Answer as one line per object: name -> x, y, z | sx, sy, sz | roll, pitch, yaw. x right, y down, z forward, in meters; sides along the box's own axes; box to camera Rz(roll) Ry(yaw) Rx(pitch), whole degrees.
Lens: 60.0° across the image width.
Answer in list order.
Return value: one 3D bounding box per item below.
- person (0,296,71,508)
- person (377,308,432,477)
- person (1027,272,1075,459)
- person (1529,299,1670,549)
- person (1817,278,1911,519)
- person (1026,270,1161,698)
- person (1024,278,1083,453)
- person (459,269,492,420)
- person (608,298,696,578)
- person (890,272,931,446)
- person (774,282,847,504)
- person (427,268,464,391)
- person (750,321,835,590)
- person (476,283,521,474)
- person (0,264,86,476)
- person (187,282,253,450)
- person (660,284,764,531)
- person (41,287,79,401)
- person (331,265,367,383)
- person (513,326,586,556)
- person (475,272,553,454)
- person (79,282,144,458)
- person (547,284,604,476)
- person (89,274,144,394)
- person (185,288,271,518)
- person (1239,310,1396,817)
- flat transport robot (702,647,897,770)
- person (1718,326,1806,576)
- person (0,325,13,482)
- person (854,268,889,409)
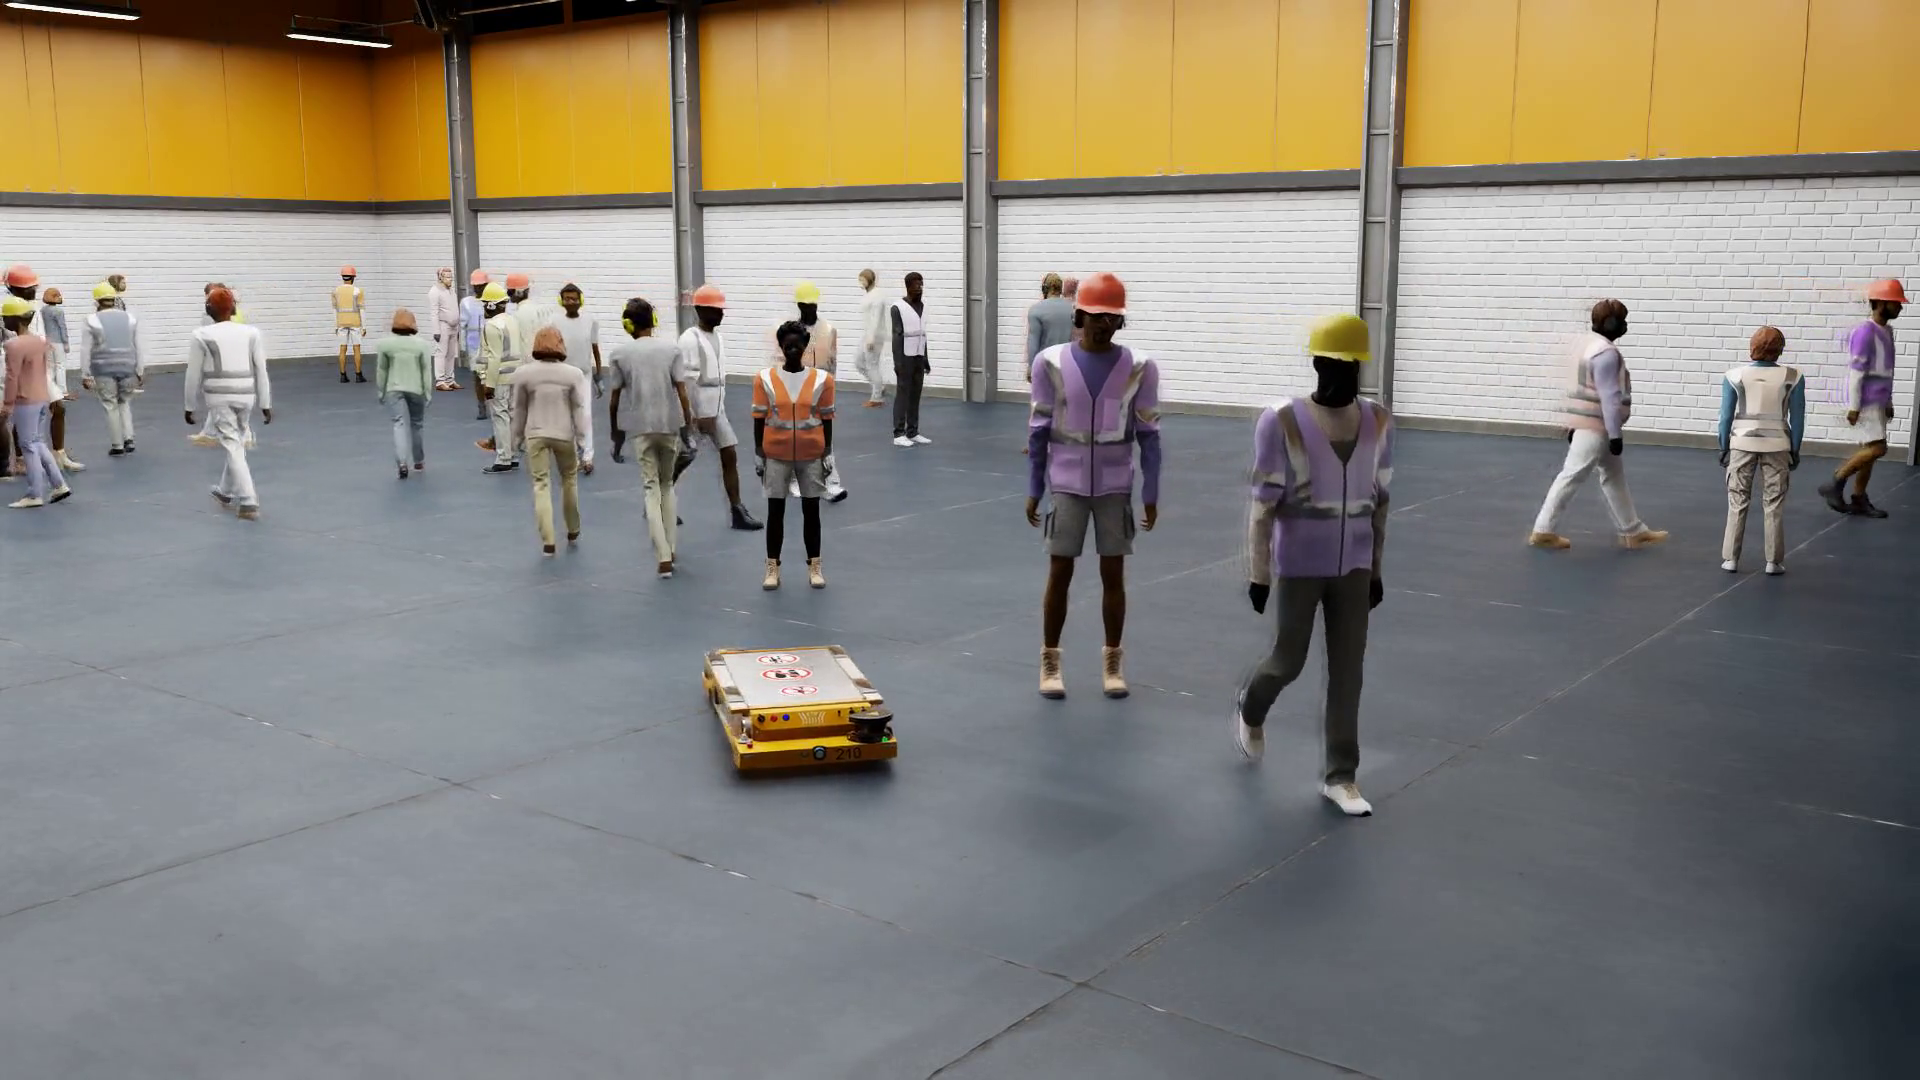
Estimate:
person -> -7.777, -1.138, 13.860 | 0.335, 1.771, 0.548 | -1, 10, -6
person -> -5.307, -1.412, 15.900 | 0.510, 1.600, 0.805 | -2, 10, -14
person -> 0.976, -1.798, 17.238 | 0.645, 1.927, 0.392 | -6, 12, -33
person -> 4.562, -0.806, 11.821 | 0.987, 1.791, 0.645 | 2, 10, 11
person -> 7.267, -1.116, 13.266 | 0.445, 1.924, 0.552 | 9, 13, 43
person -> 0.631, -0.255, 7.909 | 0.628, 2.034, 0.397 | 0, 10, 2
person -> 1.085, -1.809, 17.484 | 0.907, 1.872, 0.394 | 5, 11, 27
person -> -6.087, -2.476, 21.185 | 0.559, 1.921, 0.450 | 0, 10, -2
person -> -2.039, -0.680, 11.001 | 0.542, 1.814, 0.688 | -3, 10, -15
person -> -0.555, -2.009, 18.462 | 0.372, 1.914, 0.597 | 7, 12, 35
person -> -1.281, -1.248, 14.154 | 0.609, 1.870, 1.004 | -5, 11, -26
person -> -7.976, -3.267, 25.847 | 0.401, 1.902, 0.642 | 2, 10, 12
person -> -1.048, -0.530, 10.489 | 0.556, 1.698, 0.319 | -1, 10, -8
person -> -4.449, -1.551, 16.040 | 0.404, 1.832, 0.598 | 1, 10, 4
person -> -8.709, -1.585, 15.723 | 0.774, 2.004, 0.616 | 1, 10, 4
person -> -8.061, -1.860, 17.915 | 0.906, 1.803, 0.632 | 0, 10, 2
person -> -2.002, -1.017, 12.784 | 0.992, 1.897, 0.544 | 5, 11, 27
person -> -13.041, -2.823, 24.013 | 0.504, 1.636, 0.280 | 5, 11, 27
person -> -10.038, -3.548, 27.389 | 0.541, 1.932, 0.382 | 0, 10, -3
person -> -2.921, -0.721, 11.888 | 0.502, 1.600, 0.795 | -2, 10, -11
person -> -4.571, -1.853, 17.536 | 1.064, 1.929, 0.598 | 1, 10, 3
person -> -8.845, -1.764, 17.303 | 0.497, 1.819, 0.619 | 8, 12, 38
person -> -3.694, -1.522, 15.913 | 0.560, 1.809, 0.967 | -2, 10, -13
person -> -12.702, -3.070, 24.929 | 0.653, 1.830, 0.518 | -5, 11, -27
person -> -5.971, -1.114, 13.495 | 0.969, 1.826, 0.606 | 8, 13, 41
person -> 1.375, 0.055, 6.488 | 0.600, 1.906, 0.798 | -3, 10, -15
flat transport robot -> -0.752, 0.709, 7.425 | 0.652, 0.197, 1.431 | -3, 10, -15
person -> 5.267, -0.581, 10.958 | 0.511, 1.638, 0.309 | 5, 11, 27
person -> -9.182, -1.503, 15.452 | 0.807, 1.929, 0.648 | 5, 11, 26
person -> -1.232, -2.748, 22.739 | 0.438, 1.917, 0.645 | -3, 10, -17
